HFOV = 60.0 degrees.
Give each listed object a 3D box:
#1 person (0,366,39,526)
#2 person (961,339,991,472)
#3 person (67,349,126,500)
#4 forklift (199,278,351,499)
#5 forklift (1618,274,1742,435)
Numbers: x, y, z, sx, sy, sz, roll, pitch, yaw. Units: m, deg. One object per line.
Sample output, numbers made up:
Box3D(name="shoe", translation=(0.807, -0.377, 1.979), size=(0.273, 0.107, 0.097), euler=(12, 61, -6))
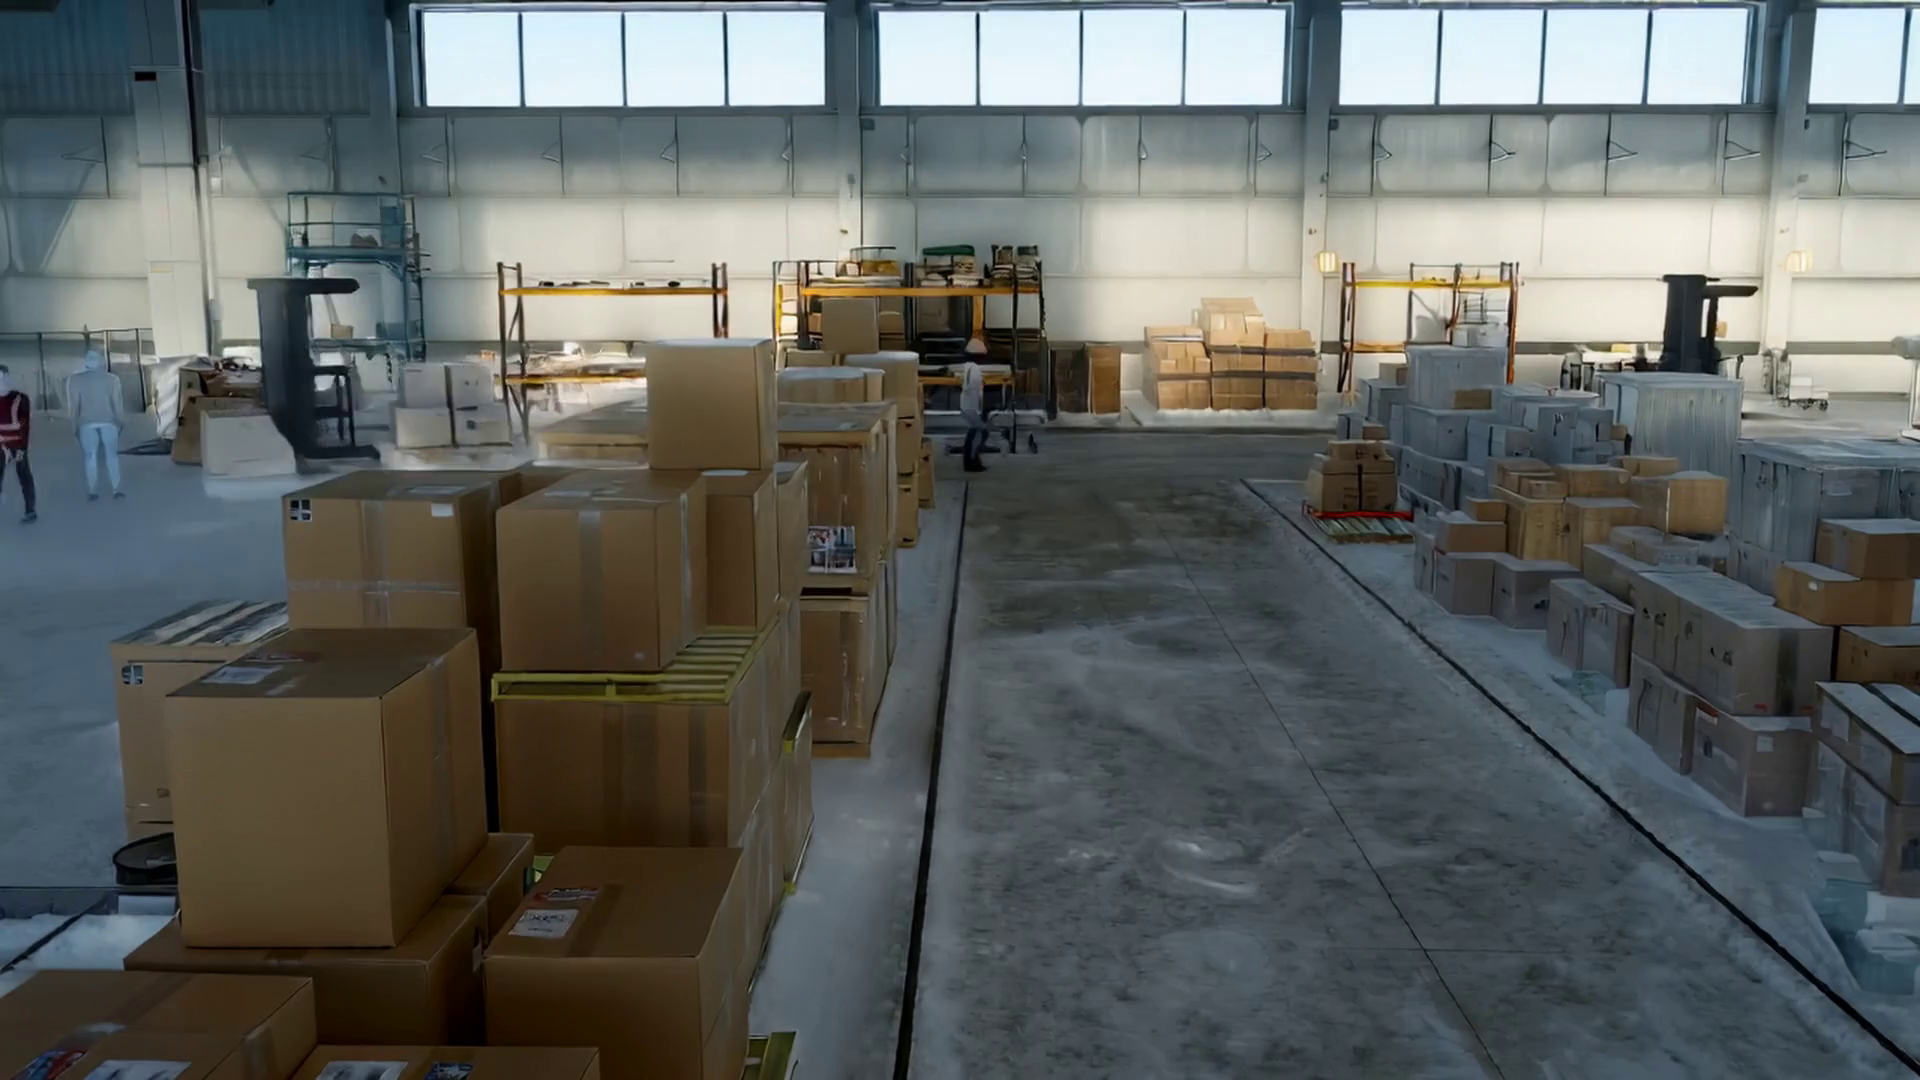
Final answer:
Box3D(name="person", translation=(-10.869, -1.038, 18.919), size=(0.578, 1.851, 0.847), euler=(1, 10, 4))
Box3D(name="person", translation=(0.251, -1.936, 24.081), size=(0.498, 1.923, 0.566), euler=(-3, 10, -17))
Box3D(name="person", translation=(-11.016, -1.470, 21.266), size=(0.637, 1.940, 0.370), euler=(-4, 10, -21))
Box3D(name="forklift", translation=(-8.915, -2.011, 21.684), size=(1.873, 2.768, 1.129), euler=(-5, 11, -27))
Box3D(name="forklift", translation=(12.663, -3.275, 29.255), size=(1.873, 2.768, 1.129), euler=(0, 9, 1))
